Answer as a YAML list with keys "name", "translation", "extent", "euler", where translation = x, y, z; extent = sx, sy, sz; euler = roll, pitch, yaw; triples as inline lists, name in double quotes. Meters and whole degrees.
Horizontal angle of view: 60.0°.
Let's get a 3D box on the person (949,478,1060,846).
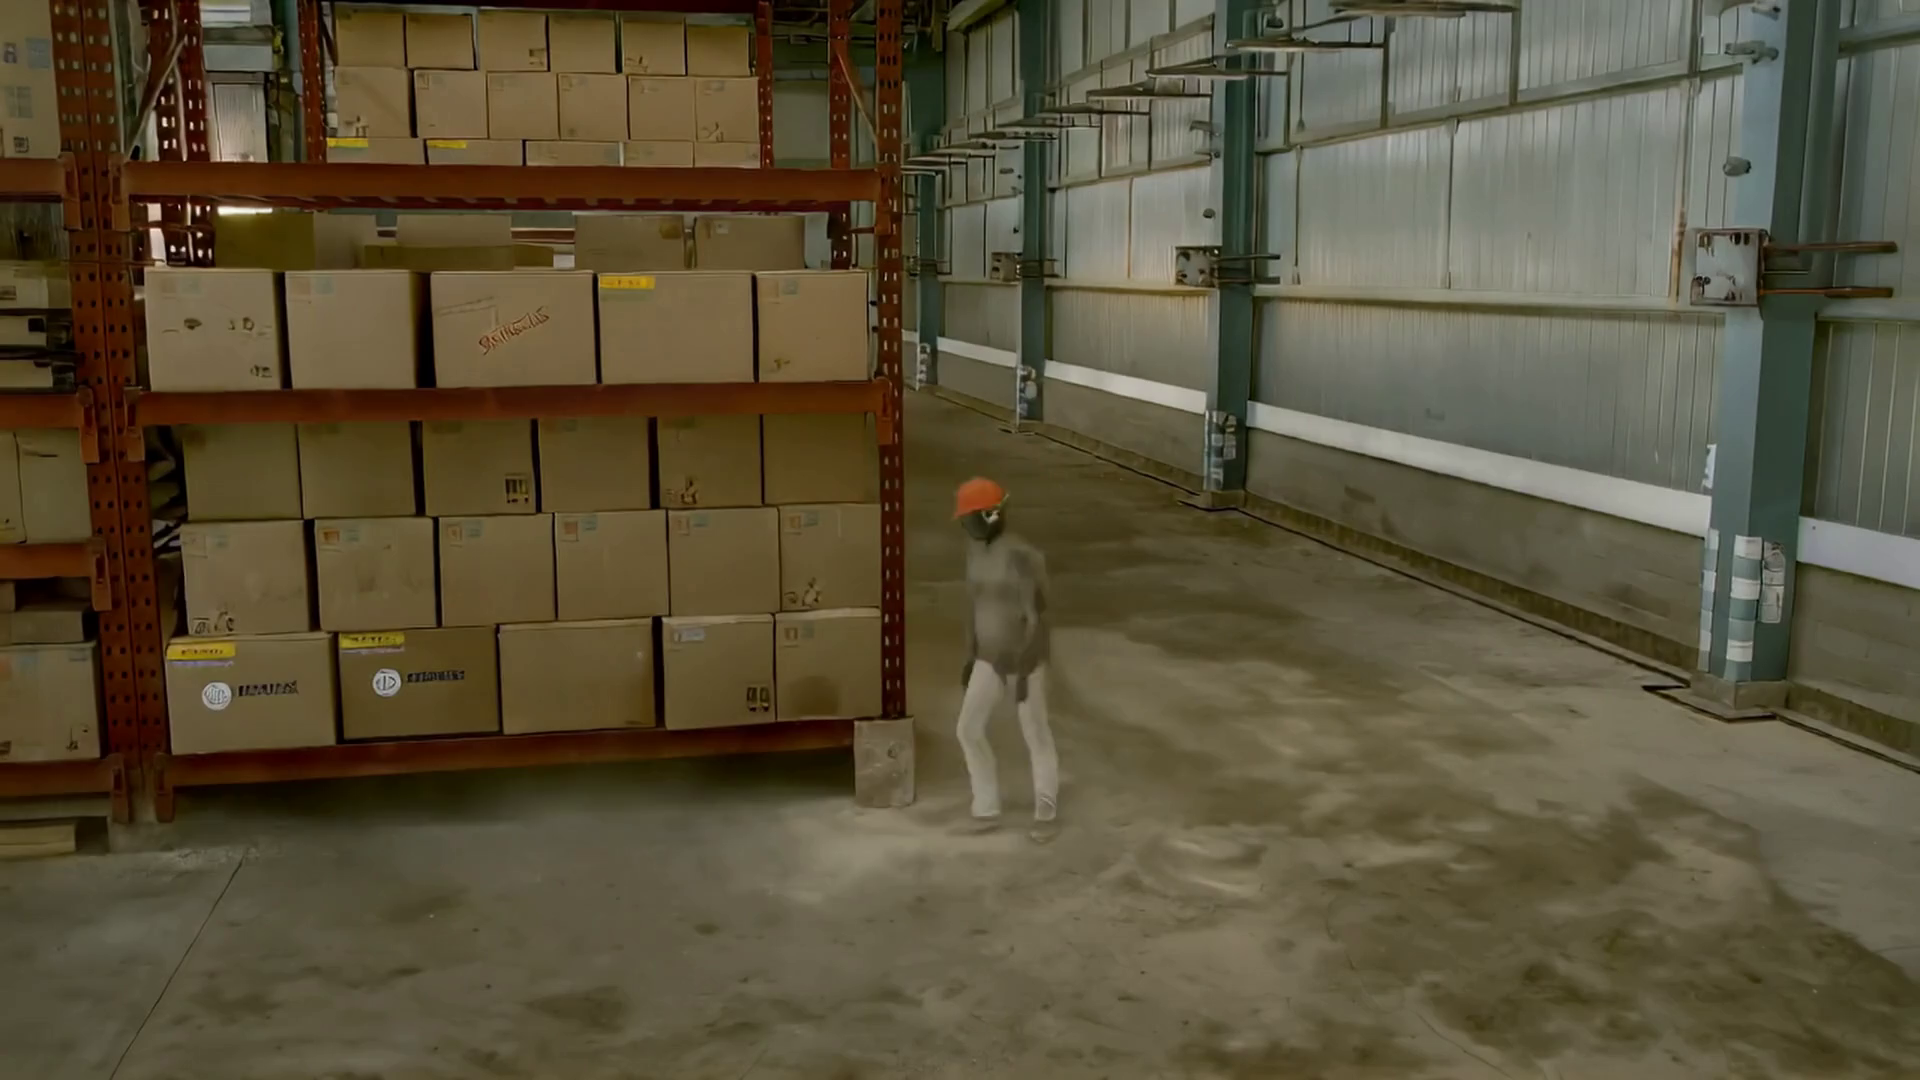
- name: "person"
  translation: [0.193, 0.645, 8.716]
  extent: [0.710, 1.941, 0.609]
  euler: [-9, 13, -42]
